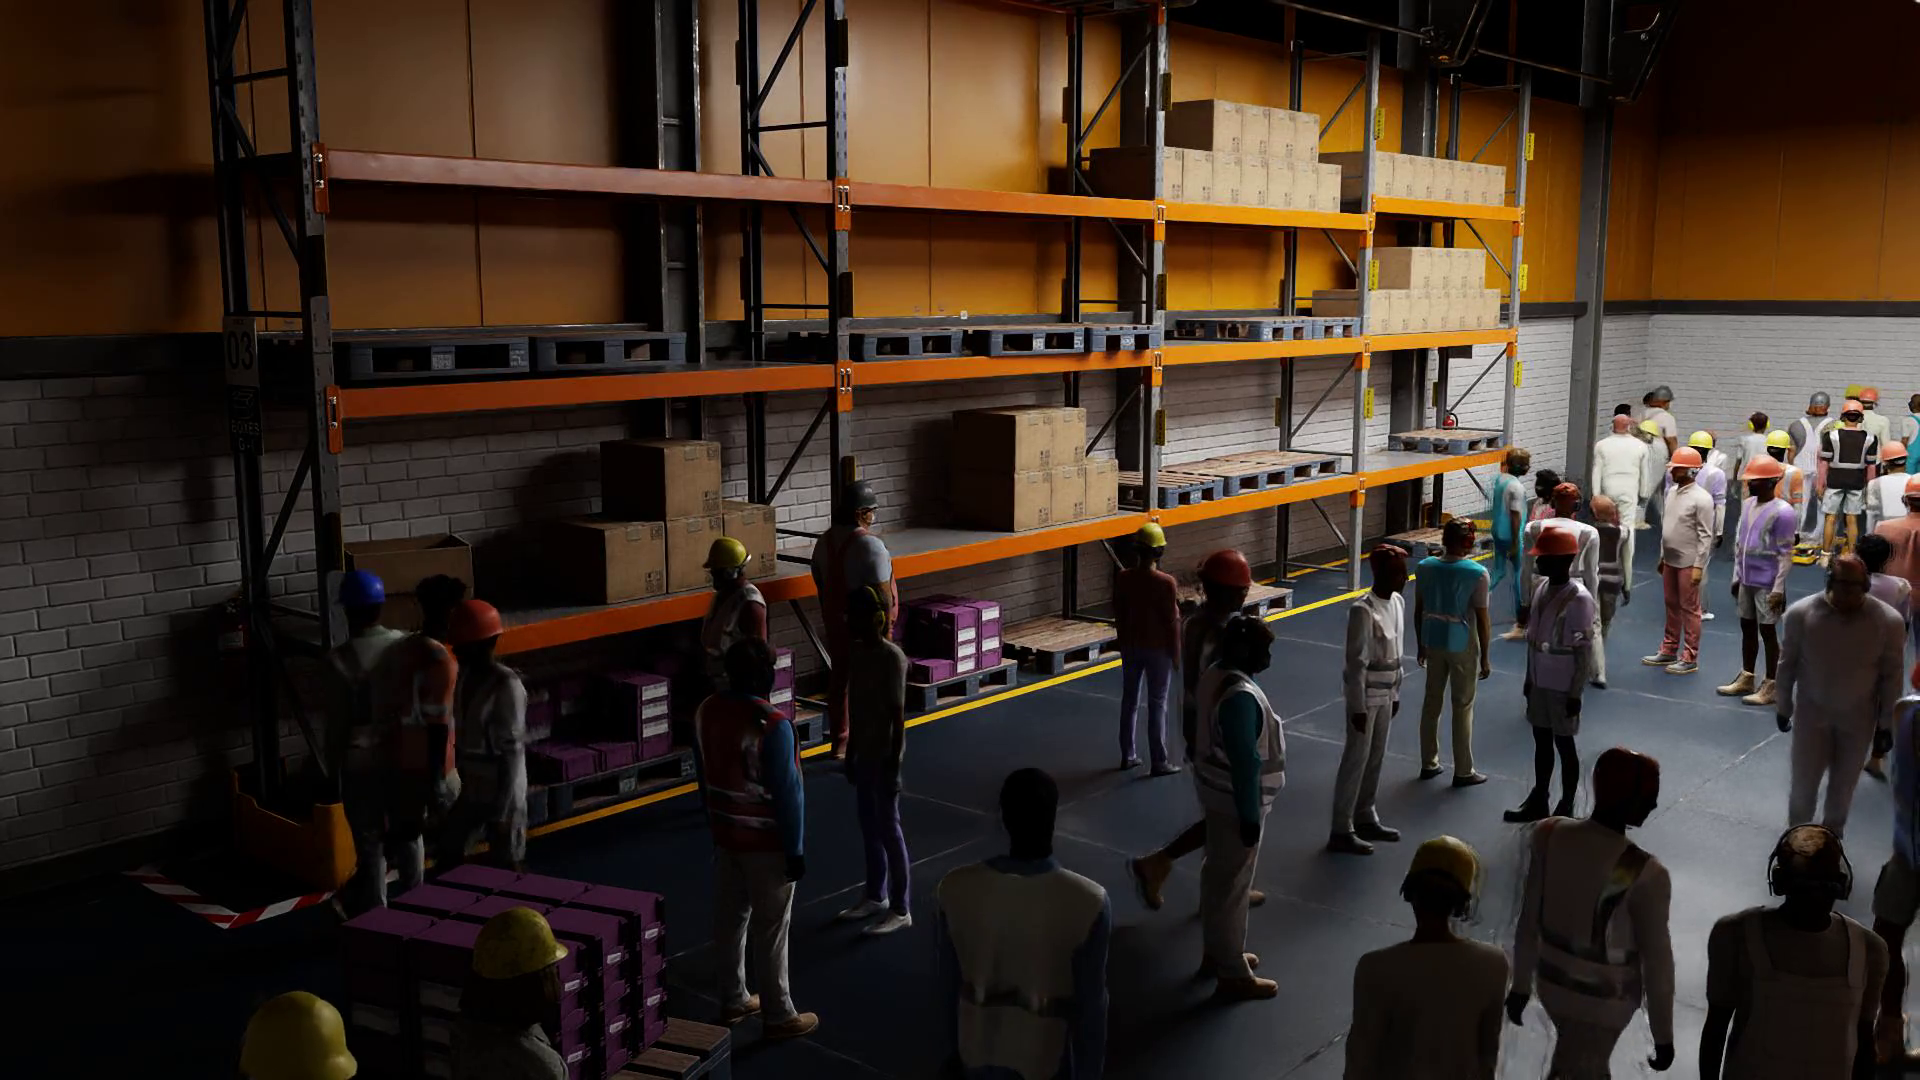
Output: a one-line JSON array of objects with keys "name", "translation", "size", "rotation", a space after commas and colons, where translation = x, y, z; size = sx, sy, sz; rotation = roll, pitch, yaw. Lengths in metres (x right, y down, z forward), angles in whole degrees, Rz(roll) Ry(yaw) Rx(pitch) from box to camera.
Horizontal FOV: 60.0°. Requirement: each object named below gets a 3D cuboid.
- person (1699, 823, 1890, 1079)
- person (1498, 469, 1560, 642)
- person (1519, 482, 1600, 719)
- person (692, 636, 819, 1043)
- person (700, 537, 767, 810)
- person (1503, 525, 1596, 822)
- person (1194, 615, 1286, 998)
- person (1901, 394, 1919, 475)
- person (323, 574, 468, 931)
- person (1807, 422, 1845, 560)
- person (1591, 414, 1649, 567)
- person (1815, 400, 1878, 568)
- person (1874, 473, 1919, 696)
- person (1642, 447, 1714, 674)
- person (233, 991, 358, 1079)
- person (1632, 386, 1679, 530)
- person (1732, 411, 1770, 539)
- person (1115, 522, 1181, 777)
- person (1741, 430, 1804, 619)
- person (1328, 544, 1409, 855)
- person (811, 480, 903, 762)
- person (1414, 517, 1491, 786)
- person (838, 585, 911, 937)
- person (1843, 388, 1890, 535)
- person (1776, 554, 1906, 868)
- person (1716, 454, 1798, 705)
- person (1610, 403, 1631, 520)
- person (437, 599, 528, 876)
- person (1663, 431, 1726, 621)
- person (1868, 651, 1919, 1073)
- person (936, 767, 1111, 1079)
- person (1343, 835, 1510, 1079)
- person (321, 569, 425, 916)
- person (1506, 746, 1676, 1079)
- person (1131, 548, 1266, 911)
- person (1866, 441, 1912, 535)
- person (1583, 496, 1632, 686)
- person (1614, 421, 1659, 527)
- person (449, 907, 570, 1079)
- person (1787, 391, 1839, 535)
[{"name": "person", "translation": [2.484, 1.739, 4.995], "size": [0.506, 1.846, 0.346], "rotation": [2, 9, 10]}, {"name": "person", "translation": [5.382, 0.175, 15.592], "size": [0.683, 1.671, 0.552], "rotation": [-1, 9, -8]}, {"name": "person", "translation": [4.661, 0.487, 12.976], "size": [0.582, 1.877, 0.351], "rotation": [4, 10, 26]}, {"name": "person", "translation": [-0.921, 1.344, 7.545], "size": [0.626, 1.846, 0.429], "rotation": [8, 12, 40]}, {"name": "person", "translation": [-1.441, 0.881, 10.584], "size": [0.404, 1.826, 0.587], "rotation": [-5, 10, -30]}, {"name": "person", "translation": [3.673, 0.866, 10.323], "size": [0.376, 1.939, 0.547], "rotation": [-2, 9, -14]}, {"name": "person", "translation": [1.354, 1.268, 8.061], "size": [0.430, 1.838, 0.619], "rotation": [-1, 9, -3]}, {"name": "person", "translation": [13.550, -1.153, 23.643], "size": [0.506, 1.846, 0.346], "rotation": [-2, 9, -11]}, {"name": "person", "translation": [-2.864, 1.142, 8.613], "size": [0.837, 1.930, 0.617], "rotation": [-8, 12, -41]}, {"name": "person", "translation": [10.752, -0.607, 20.430], "size": [0.392, 1.739, 0.539], "rotation": [-2, 9, -13]}, {"name": "person", "translation": [7.902, -0.584, 19.948], "size": [0.658, 1.859, 0.969], "rotation": [2, 9, 14]}, {"name": "person", "translation": [10.589, -0.662, 19.894], "size": [0.612, 2.030, 0.409], "rotation": [2, 9, 15]}, {"name": "person", "translation": [7.229, 0.483, 12.606], "size": [0.609, 1.997, 0.375], "rotation": [8, 12, 40]}, {"name": "person", "translation": [6.329, 0.174, 14.601], "size": [0.382, 1.996, 0.608], "rotation": [-1, 9, -8]}, {"name": "person", "translation": [-1.515, 1.937, 3.892], "size": [0.881, 1.788, 0.586], "rotation": [8, 12, 43]}, {"name": "person", "translation": [9.727, -1.163, 23.080], "size": [1.004, 2.000, 0.701], "rotation": [-2, 9, -14]}, {"name": "person", "translation": [9.844, -0.668, 20.561], "size": [0.552, 1.842, 0.694], "rotation": [7, 11, 37]}, {"name": "person", "translation": [1.309, 0.757, 11.569], "size": [0.523, 1.771, 0.304], "rotation": [8, 12, 40]}, {"name": "person", "translation": [8.261, -0.155, 16.940], "size": [0.586, 1.928, 0.364], "rotation": [8, 12, 40]}, {"name": "person", "translation": [2.500, 0.948, 10.031], "size": [0.364, 1.873, 0.593], "rotation": [8, 12, 40]}, {"name": "person", "translation": [-0.694, 0.582, 11.825], "size": [0.682, 2.000, 0.538], "rotation": [8, 12, 40]}, {"name": "person", "translation": [3.346, 0.758, 11.341], "size": [0.390, 1.838, 0.563], "rotation": [-8, 12, -42]}, {"name": "person", "translation": [-0.451, 1.150, 8.760], "size": [0.325, 1.862, 0.501], "rotation": [-6, 11, -36]}, {"name": "person", "translation": [12.265, -1.059, 22.549], "size": [0.609, 1.997, 0.375], "rotation": [8, 12, 40]}, {"name": "person", "translation": [5.067, 1.011, 9.598], "size": [0.644, 1.880, 0.668], "rotation": [4, 10, 22]}, {"name": "person", "translation": [6.471, 0.320, 13.515], "size": [0.395, 2.039, 0.614], "rotation": [-2, 9, -10]}, {"name": "person", "translation": [9.494, -1.133, 24.049], "size": [0.321, 1.685, 0.547], "rotation": [3, 9, 21]}, {"name": "person", "translation": [-2.346, 1.236, 7.979], "size": [0.559, 1.917, 0.611], "rotation": [8, 12, 43]}, {"name": "person", "translation": [7.443, -0.142, 16.868], "size": [0.594, 1.922, 0.385], "rotation": [7, 11, 39]}, {"name": "person", "translation": [4.148, 1.352, 7.025], "size": [0.677, 1.984, 0.638], "rotation": [-3, 9, -19]}, {"name": "person", "translation": [0.193, 1.670, 5.416], "size": [0.603, 1.872, 1.038], "rotation": [3, 9, 17]}, {"name": "person", "translation": [1.422, 1.779, 5.129], "size": [0.547, 1.731, 0.416], "rotation": [-2, 9, -12]}, {"name": "person", "translation": [-3.057, 1.114, 8.699], "size": [0.401, 1.944, 0.610], "rotation": [5, 10, 31]}, {"name": "person", "translation": [2.180, 1.615, 5.841], "size": [0.999, 1.841, 0.594], "rotation": [-4, 10, -25]}, {"name": "person", "translation": [1.310, 1.045, 8.883], "size": [0.735, 2.017, 0.617], "rotation": [-2, 9, -10]}, {"name": "person", "translation": [9.020, 0.010, 15.963], "size": [0.637, 1.903, 0.573], "rotation": [8, 12, 44]}, {"name": "person", "translation": [5.466, 0.416, 14.289], "size": [0.527, 1.590, 0.863], "rotation": [1, 9, 5]}, {"name": "person", "translation": [8.306, -0.616, 20.564], "size": [0.523, 1.716, 0.559], "rotation": [7, 11, 37]}, {"name": "person", "translation": [-1.197, 1.853, 4.583], "size": [0.485, 1.744, 0.294], "rotation": [8, 12, 40]}, {"name": "person", "translation": [11.006, -0.899, 21.377], "size": [0.682, 2.000, 0.538], "rotation": [8, 12, 40]}]
